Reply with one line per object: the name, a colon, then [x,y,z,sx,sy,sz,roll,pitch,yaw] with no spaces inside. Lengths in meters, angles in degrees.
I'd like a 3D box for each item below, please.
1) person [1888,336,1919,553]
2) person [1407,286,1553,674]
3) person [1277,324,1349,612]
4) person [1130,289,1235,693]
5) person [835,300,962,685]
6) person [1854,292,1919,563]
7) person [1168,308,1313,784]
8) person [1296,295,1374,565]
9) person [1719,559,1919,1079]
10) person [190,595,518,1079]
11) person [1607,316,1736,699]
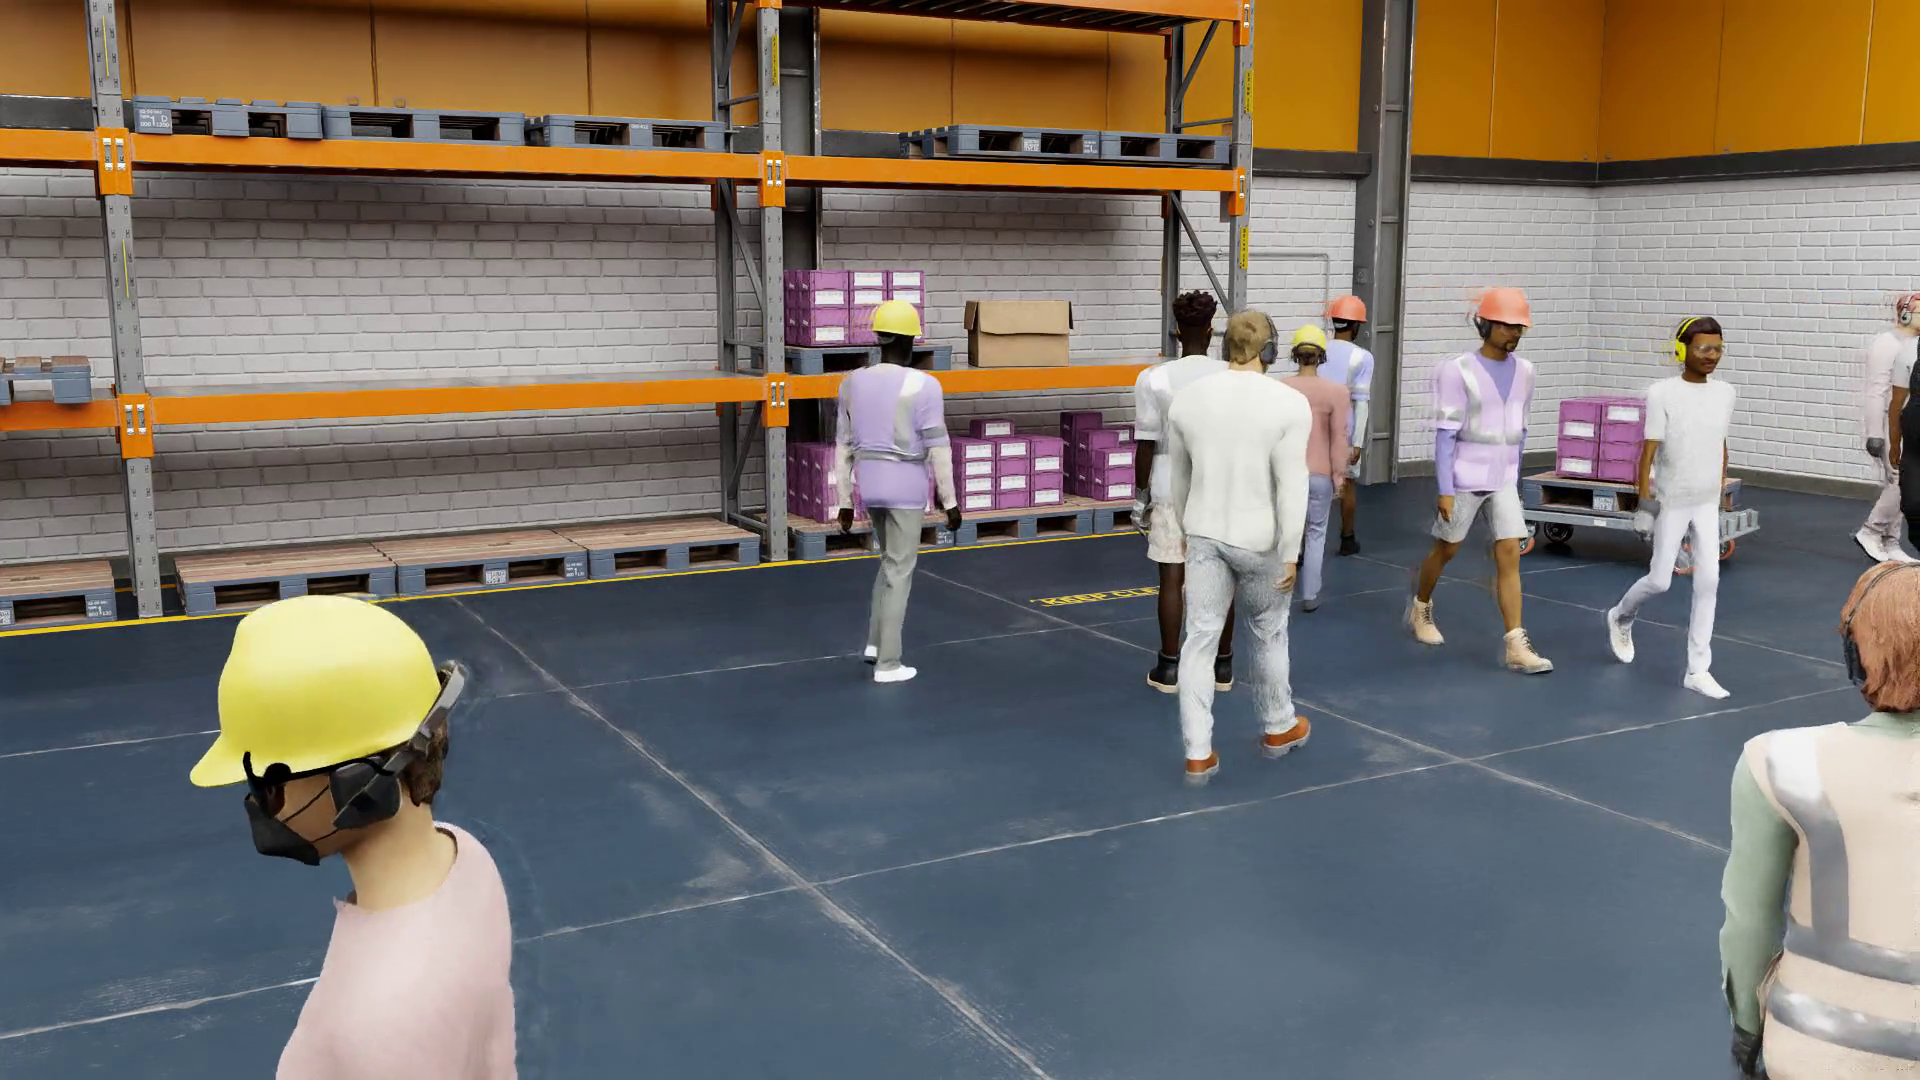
person: [6.255,-0.663,10.515,0.687,2.000,0.801,8,12,39]
person: [2.738,-0.341,8.761,0.639,1.990,1.099,-3,10,-18]
person: [2.001,-0.393,9.797,0.526,1.744,0.694,3,10,20]
person: [1.135,-0.231,8.113,0.610,1.963,0.365,-1,9,-4]
person: [-0.299,-0.232,8.294,0.596,1.909,0.516,7,12,38]
person: [6.539,-0.757,11.516,0.669,1.894,0.432,-6,11,-34]
person: [1.165,0.004,6.874,0.657,1.892,0.933,6,11,31]
person: [2.599,-0.765,11.634,0.554,1.892,1.007,6,11,32]
person: [1.465,0.836,2.641,0.506,1.617,0.501,3,10,16]
person: [-0.509,0.903,1.917,0.710,1.733,0.558,-1,9,-9]
person: [3.559,-0.189,8.257,0.526,1.838,0.822,-2,9,-11]
